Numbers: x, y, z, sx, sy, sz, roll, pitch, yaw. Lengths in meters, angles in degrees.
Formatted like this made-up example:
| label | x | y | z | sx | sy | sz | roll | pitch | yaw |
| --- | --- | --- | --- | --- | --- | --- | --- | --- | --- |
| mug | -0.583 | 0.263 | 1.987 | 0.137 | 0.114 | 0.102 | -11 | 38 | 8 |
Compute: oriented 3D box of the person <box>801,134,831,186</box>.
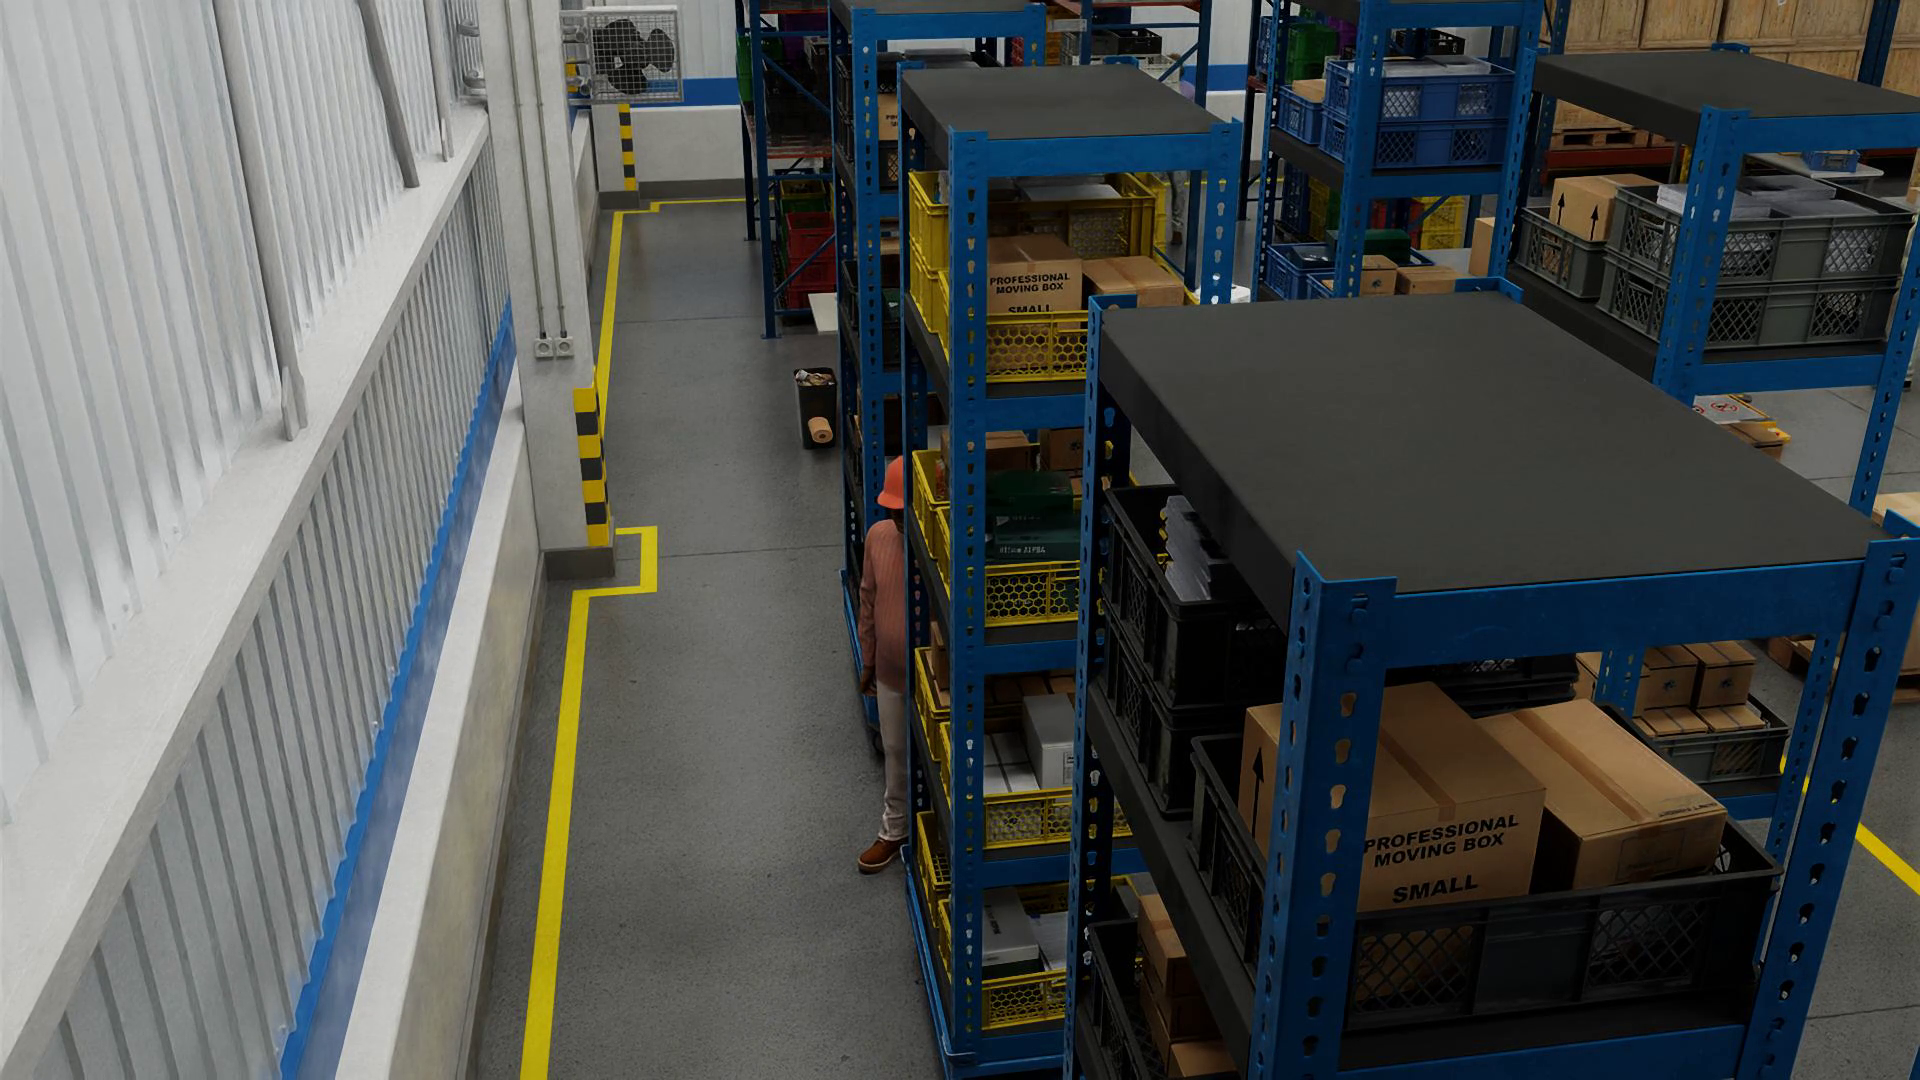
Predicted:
| label | x | y | z | sx | sy | sz | roll | pitch | yaw |
| --- | --- | --- | --- | --- | --- | --- | --- | --- | --- |
| person | -1.574 | -4.577 | 18.301 | 0.583 | 1.880 | 0.337 | 23 | 33 | 40 |

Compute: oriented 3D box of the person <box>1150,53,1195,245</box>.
| label | x | y | z | sx | sy | sz | roll | pitch | yaw |
| --- | --- | --- | --- | --- | --- | --- | --- | --- | --- |
| person | 2.133 | -3.976 | 16.946 | 0.628 | 1.930 | 0.379 | 7 | 26 | 15 |

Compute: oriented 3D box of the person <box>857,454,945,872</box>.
| label | x | y | z | sx | sy | sz | roll | pitch | yaw |
| --- | --- | --- | --- | --- | --- | --- | --- | --- | --- |
| person | -0.177 | 0.561 | 6.999 | 0.612 | 1.995 | 0.378 | 15 | 29 | 30 |

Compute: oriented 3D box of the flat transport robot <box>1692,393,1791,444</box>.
| label | x | y | z | sx | sy | sz | roll | pitch | yaw |
| --- | --- | --- | --- | --- | --- | --- | --- | --- | --- |
| flat transport robot | 5.224 | -0.859 | 12.132 | 1.431 | 0.197 | 0.652 | -4 | 25 | -8 |

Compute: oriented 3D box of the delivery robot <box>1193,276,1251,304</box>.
| label | x | y | z | sx | sy | sz | roll | pitch | yaw |
| --- | --- | --- | --- | --- | --- | --- | --- | --- | --- |
| delivery robot | 2.157 | -2.000 | 14.168 | 0.477 | 0.478 | 0.707 | 22 | 32 | 39 |

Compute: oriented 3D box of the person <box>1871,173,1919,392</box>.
| label | x | y | z | sx | sy | sz | roll | pitch | yaw |
| --- | --- | --- | --- | --- | --- | --- | --- | --- | --- |
| person | 7.427 | -2.063 | 12.895 | 0.404 | 1.833 | 0.590 | 10 | 26 | 20 |
